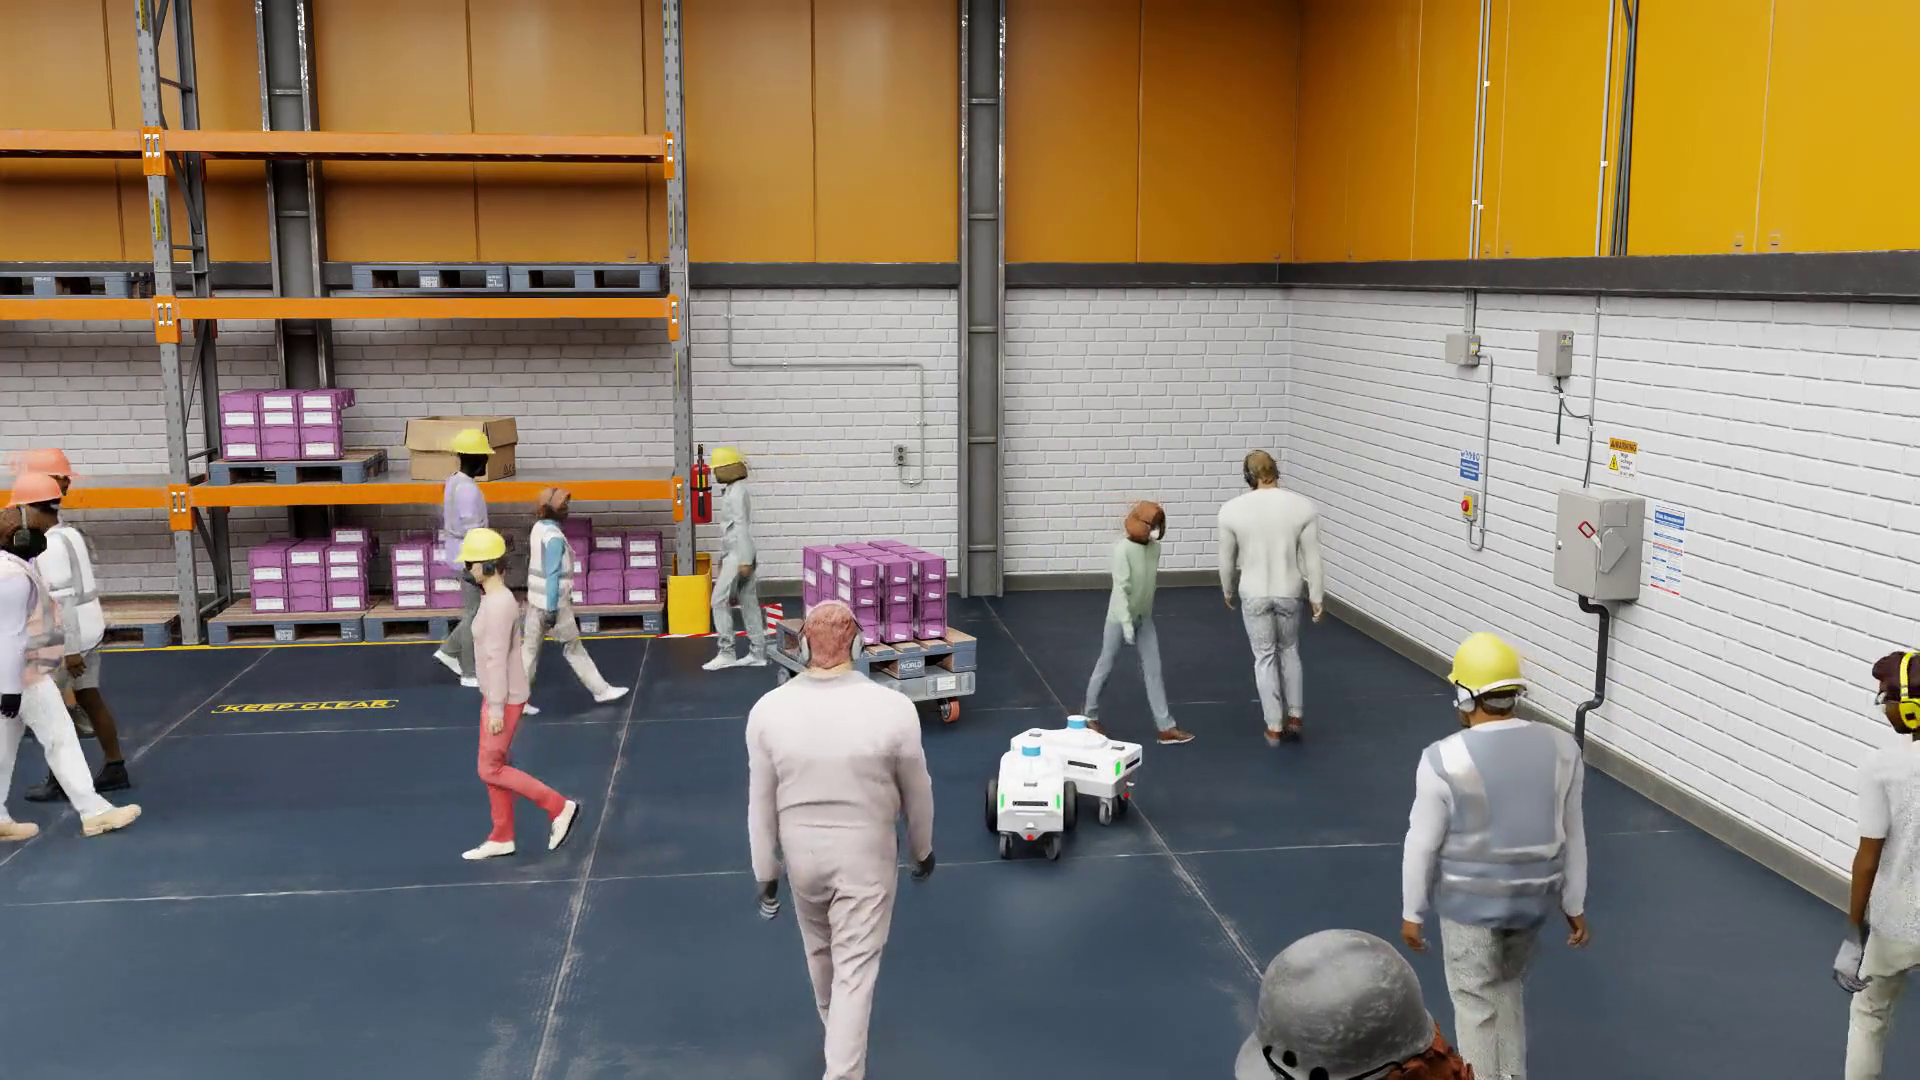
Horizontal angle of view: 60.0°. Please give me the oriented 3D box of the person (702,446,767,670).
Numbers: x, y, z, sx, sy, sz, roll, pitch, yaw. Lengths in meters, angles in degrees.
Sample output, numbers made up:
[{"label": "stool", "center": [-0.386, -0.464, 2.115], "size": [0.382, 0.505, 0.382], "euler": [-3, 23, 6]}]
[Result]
[{"label": "person", "center": [-1.781, 0.137, 12.748], "size": [0.640, 1.713, 0.519], "euler": [-1, 9, -8]}]

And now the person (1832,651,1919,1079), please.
[{"label": "person", "center": [3.114, 1.251, 5.466], "size": [0.594, 1.826, 0.876], "euler": [1, 9, 3]}]

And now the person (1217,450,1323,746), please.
[{"label": "person", "center": [1.990, 0.364, 10.810], "size": [0.668, 1.898, 0.610], "euler": [0, 9, 0]}]

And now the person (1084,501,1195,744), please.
[{"label": "person", "center": [1.118, 0.535, 10.715], "size": [0.527, 1.580, 0.801], "euler": [-9, 12, -43]}]

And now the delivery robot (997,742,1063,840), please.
[{"label": "delivery robot", "center": [0.375, 1.310, 8.774], "size": [0.477, 0.478, 0.707], "euler": [1, 9, 3]}]

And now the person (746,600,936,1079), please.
[{"label": "person", "center": [-0.424, 1.136, 6.117], "size": [0.638, 1.855, 0.998], "euler": [2, 9, 12]}]

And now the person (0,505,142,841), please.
[{"label": "person", "center": [-4.890, 0.714, 8.905], "size": [0.870, 1.802, 0.649], "euler": [-7, 11, -37]}]

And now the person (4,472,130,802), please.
[{"label": "person", "center": [-5.182, 0.561, 9.533], "size": [0.690, 1.904, 0.607], "euler": [-3, 10, -17]}]

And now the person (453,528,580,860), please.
[{"label": "person", "center": [-2.304, 0.797, 8.532], "size": [0.506, 1.748, 0.537], "euler": [-3, 10, -19]}]

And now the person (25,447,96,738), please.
[{"label": "person", "center": [-5.839, 0.351, 10.826], "size": [0.669, 1.913, 0.562], "euler": [-4, 10, -22]}]

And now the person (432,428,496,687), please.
[{"label": "person", "center": [-3.581, 0.140, 12.166], "size": [0.432, 1.912, 0.598], "euler": [-3, 10, -19]}]

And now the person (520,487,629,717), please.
[{"label": "person", "center": [-2.739, 0.419, 11.406], "size": [0.824, 1.583, 0.505], "euler": [-6, 11, -35]}]

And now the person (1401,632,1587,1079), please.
[{"label": "person", "center": [1.808, 1.218, 5.711], "size": [0.631, 1.814, 0.472], "euler": [-2, 9, -12]}]

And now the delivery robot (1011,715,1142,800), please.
[{"label": "delivery robot", "center": [0.651, 1.226, 9.299], "size": [0.707, 0.478, 0.477], "euler": [5, 11, 30]}]
